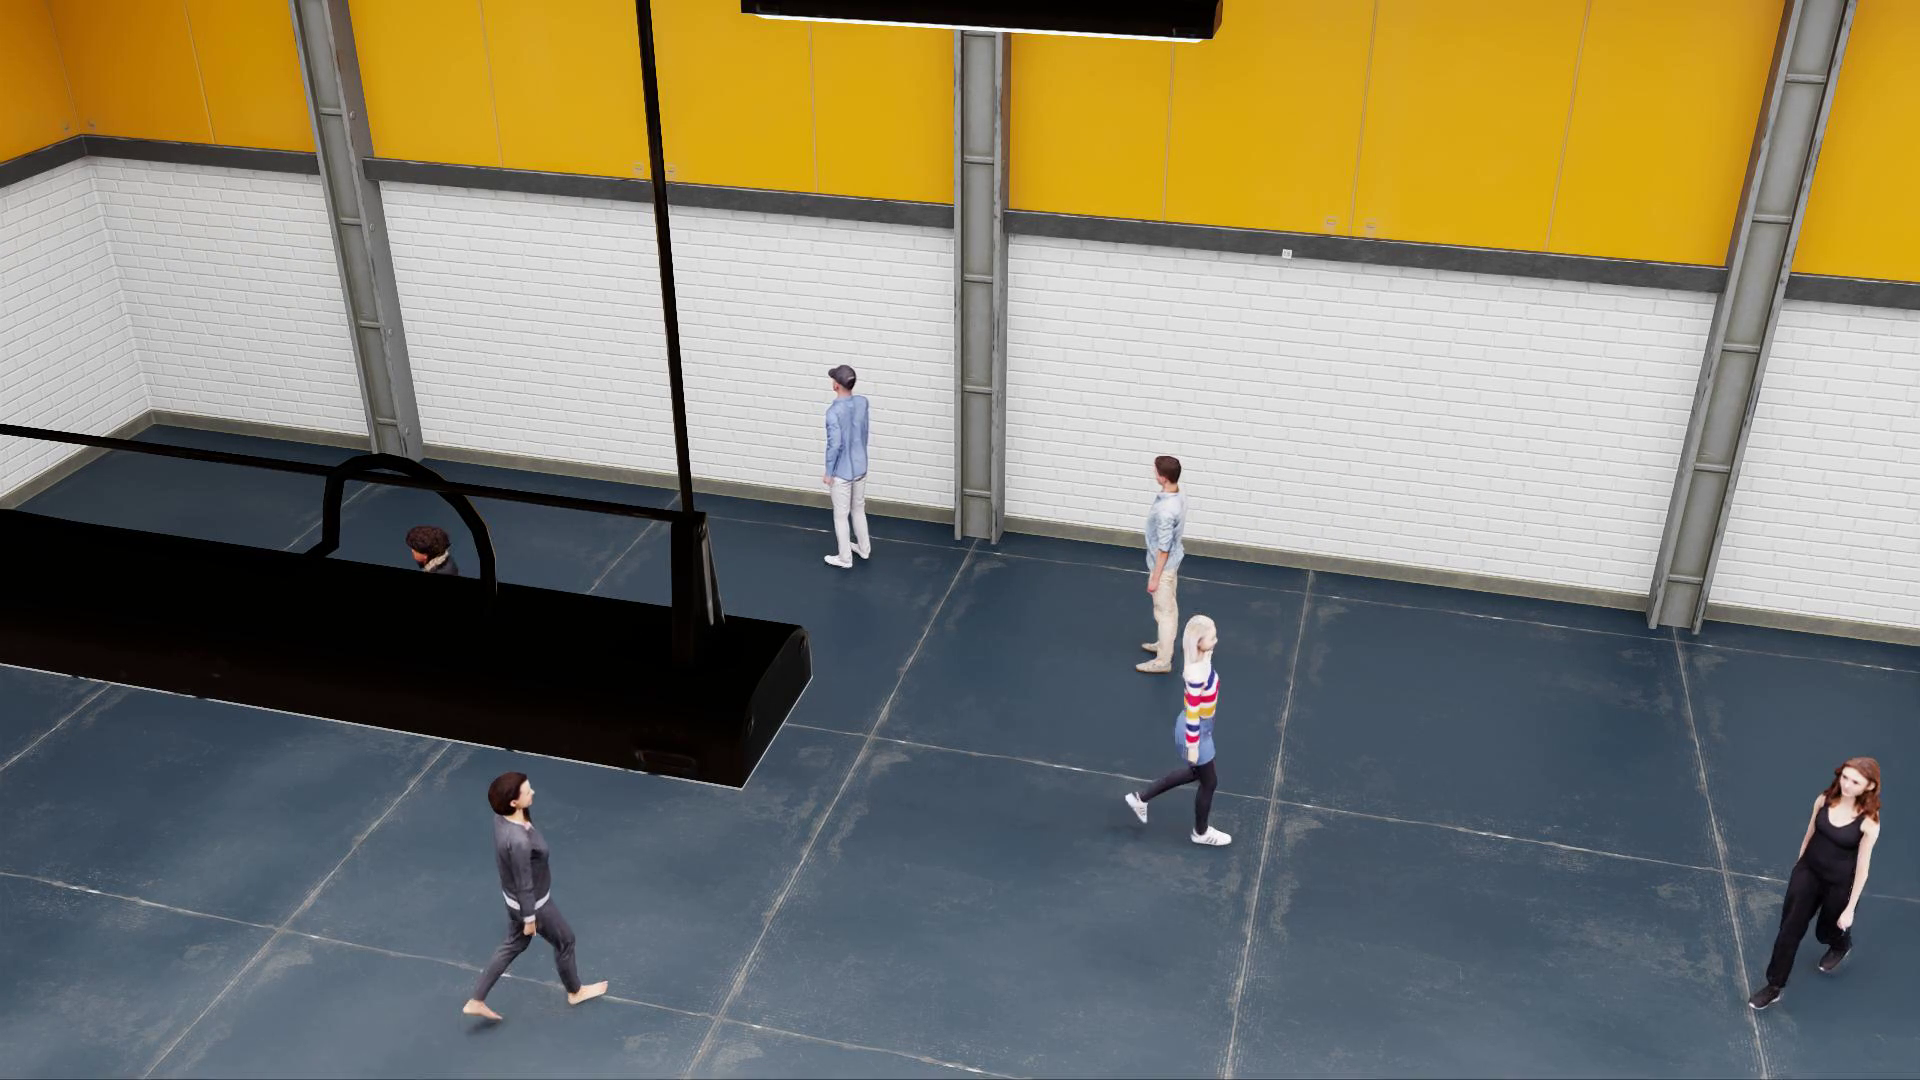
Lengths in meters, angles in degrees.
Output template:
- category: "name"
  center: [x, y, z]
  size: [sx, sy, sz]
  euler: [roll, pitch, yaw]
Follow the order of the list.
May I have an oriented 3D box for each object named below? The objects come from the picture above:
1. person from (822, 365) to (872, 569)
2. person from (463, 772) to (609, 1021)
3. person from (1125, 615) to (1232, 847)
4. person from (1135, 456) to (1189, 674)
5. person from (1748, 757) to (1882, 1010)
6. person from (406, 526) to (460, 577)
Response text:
- category: "person"
  center: [-0.973, -0.637, 14.406]
  size: [0.725, 1.888, 0.741]
  euler: [22, 36, 35]
- category: "person"
  center: [-2.576, 2.082, 9.574]
  size: [1.106, 1.741, 1.077]
  euler: [-18, 33, -29]
- category: "person"
  center: [1.483, 1.262, 11.025]
  size: [0.987, 1.791, 0.711]
  euler: [5, 29, 9]
- category: "person"
  center: [1.601, 0.180, 12.950]
  size: [0.557, 1.846, 0.653]
  euler: [9, 30, 16]
- category: "person"
  center: [5.170, 1.987, 9.781]
  size: [1.121, 1.709, 1.115]
  euler: [-19, 34, -31]
- category: "person"
  center: [-3.646, 0.704, 12.096]
  size: [1.096, 1.745, 0.868]
  euler: [-4, 29, -6]
